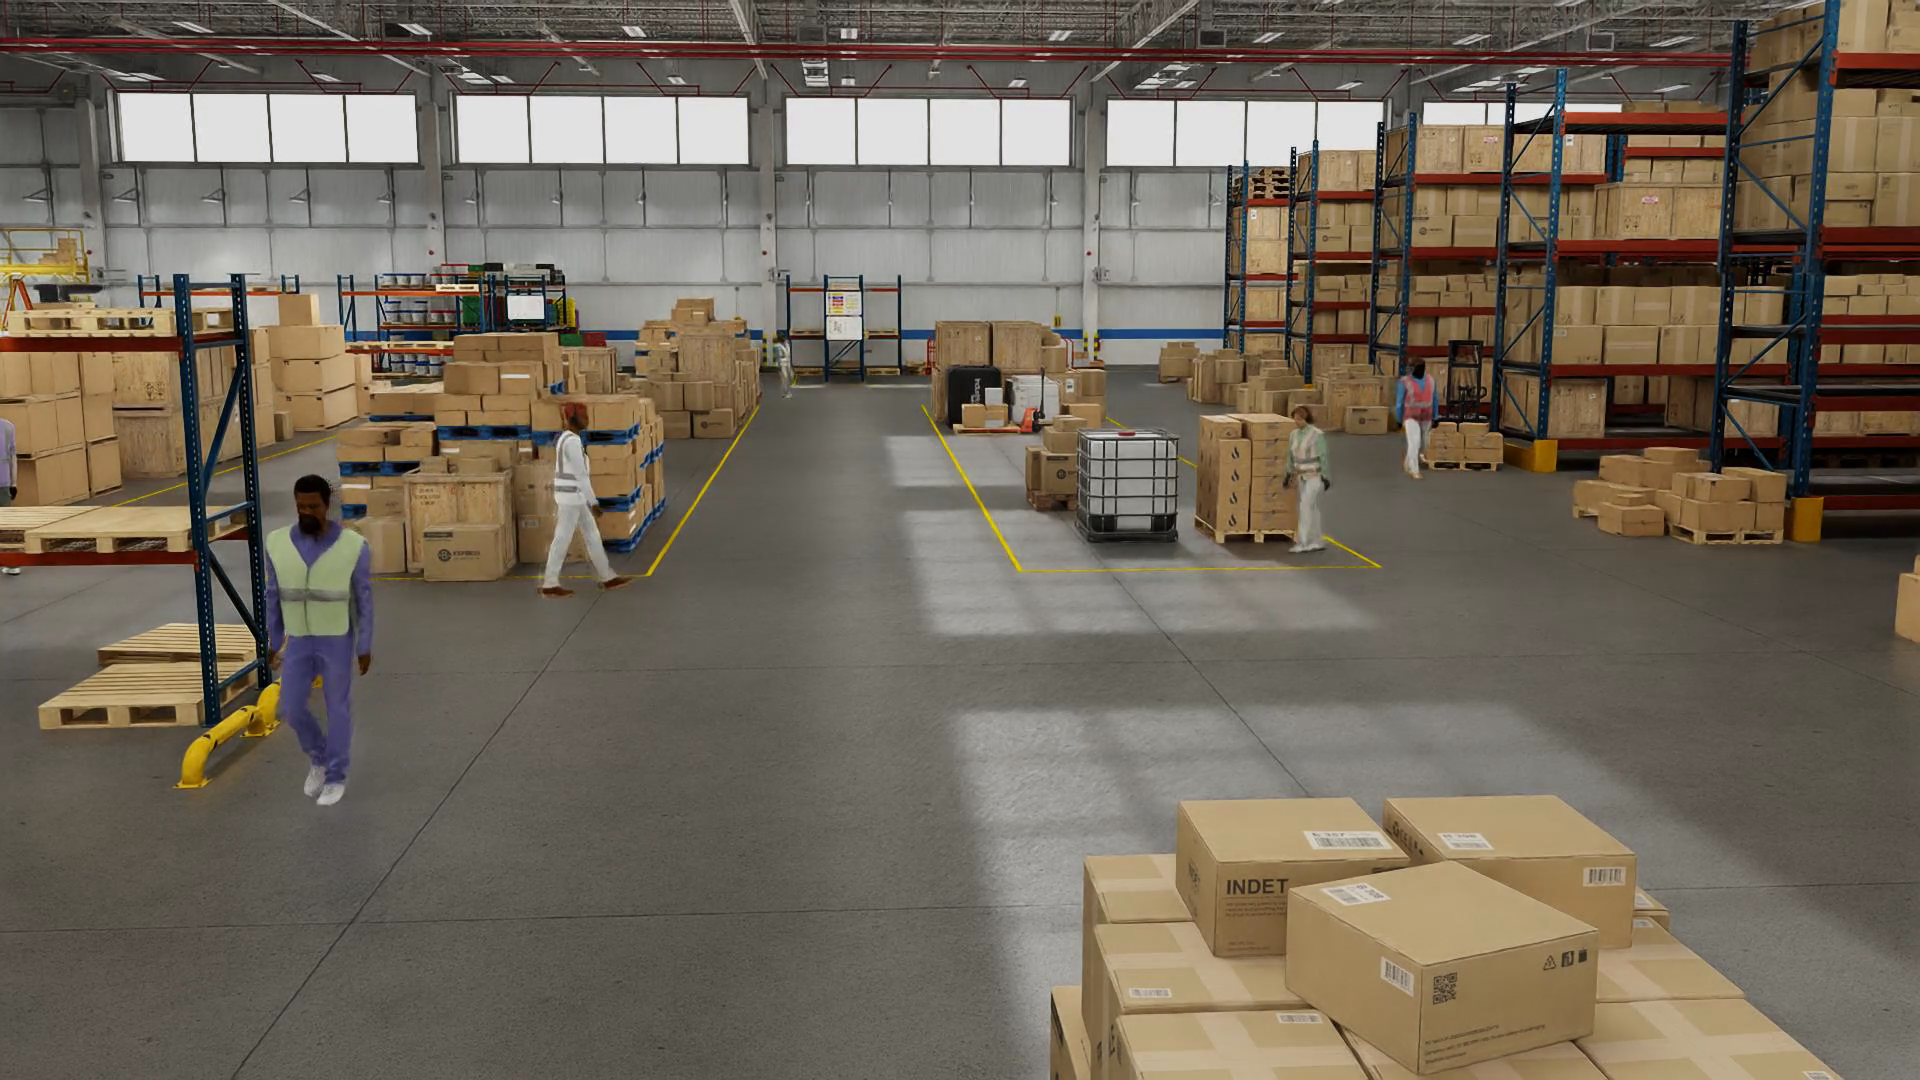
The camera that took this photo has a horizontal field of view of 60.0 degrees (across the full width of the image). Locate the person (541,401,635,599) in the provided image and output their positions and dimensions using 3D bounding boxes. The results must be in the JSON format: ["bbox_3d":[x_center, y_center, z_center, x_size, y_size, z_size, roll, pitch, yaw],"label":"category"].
[{"bbox_3d":[-3.519,-0.370,15.613,0.951,1.838,0.594,-2,9,-13],"label":"person"}]

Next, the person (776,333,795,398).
[{"bbox_3d":[-4.312,-4.302,40.978,0.367,1.609,0.565,6,11,35],"label":"person"}]

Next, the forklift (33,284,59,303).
[{"bbox_3d":[-19.836,-4.187,36.322,1.873,2.768,1.129,-6,11,-32],"label":"forklift"}]

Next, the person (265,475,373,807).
[{"bbox_3d":[-3.652,0.572,9.487,0.627,1.902,0.453,0,9,-3],"label":"person"}]

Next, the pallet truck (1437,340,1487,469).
[{"bbox_3d":[8.004,-2.170,26.422,0.823,1.965,1.885,2,9,14],"label":"pallet truck"}]

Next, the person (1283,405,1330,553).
[{"bbox_3d":[3.723,-0.654,18.076,0.686,1.608,0.521,-5,10,-28],"label":"person"}]

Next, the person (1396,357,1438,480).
[{"bbox_3d":[6.809,-1.833,24.857,0.639,1.820,0.693,-2,9,-15],"label":"person"}]

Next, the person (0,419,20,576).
[{"bbox_3d":[-9.687,-0.568,16.578,0.368,1.928,0.585,4,10,26],"label":"person"}]
